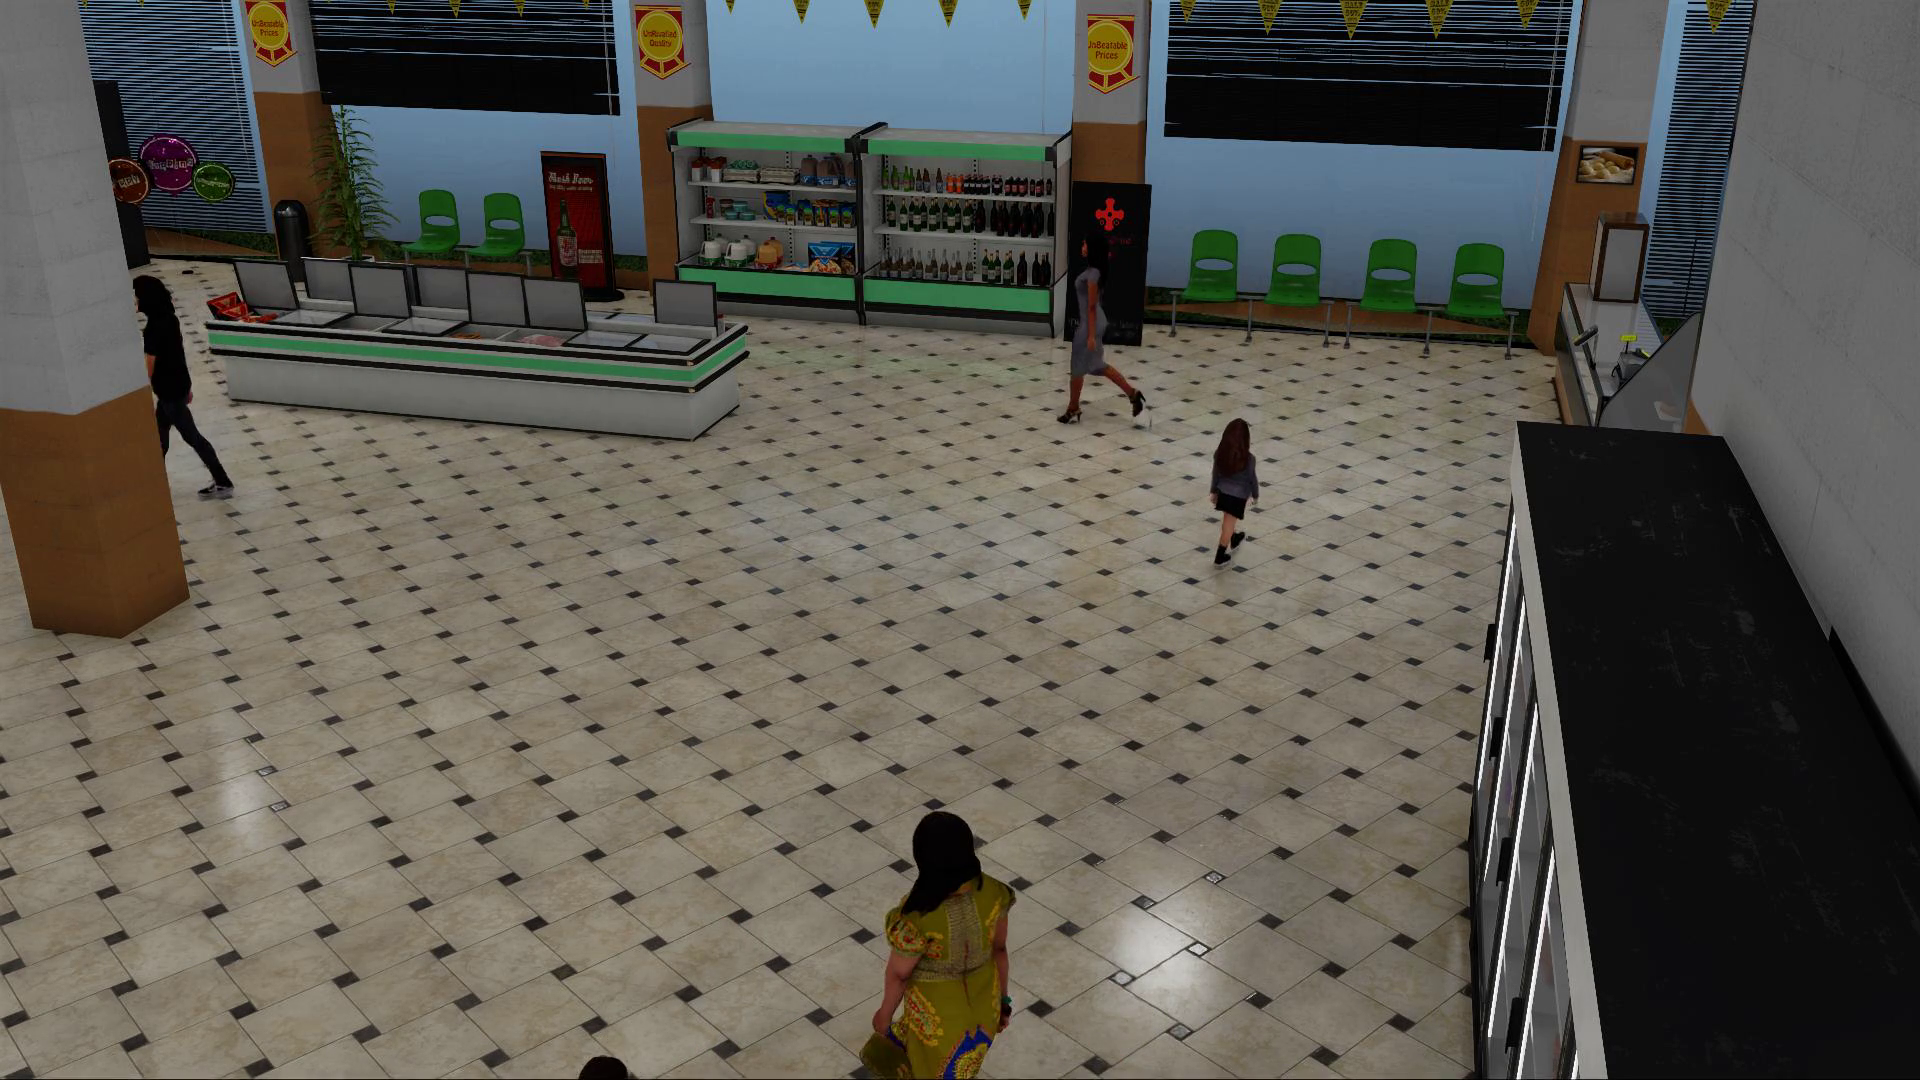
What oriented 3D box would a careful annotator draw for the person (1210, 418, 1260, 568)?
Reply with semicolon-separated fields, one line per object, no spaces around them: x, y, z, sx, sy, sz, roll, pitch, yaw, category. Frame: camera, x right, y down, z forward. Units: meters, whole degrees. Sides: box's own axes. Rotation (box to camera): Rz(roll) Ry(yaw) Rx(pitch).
1.945;-0.328;12.025;0.740;1.082;0.693;15;26;32;person

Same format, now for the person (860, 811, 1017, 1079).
0.014;1.797;6.030;1.242;1.609;1.426;-17;28;-37;person

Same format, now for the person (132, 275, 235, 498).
-6.170;-1.183;13.195;1.216;1.797;0.956;-3;22;-8;person

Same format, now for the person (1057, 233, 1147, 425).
1.278;-1.852;14.912;1.043;1.758;0.626;7;23;17;person
